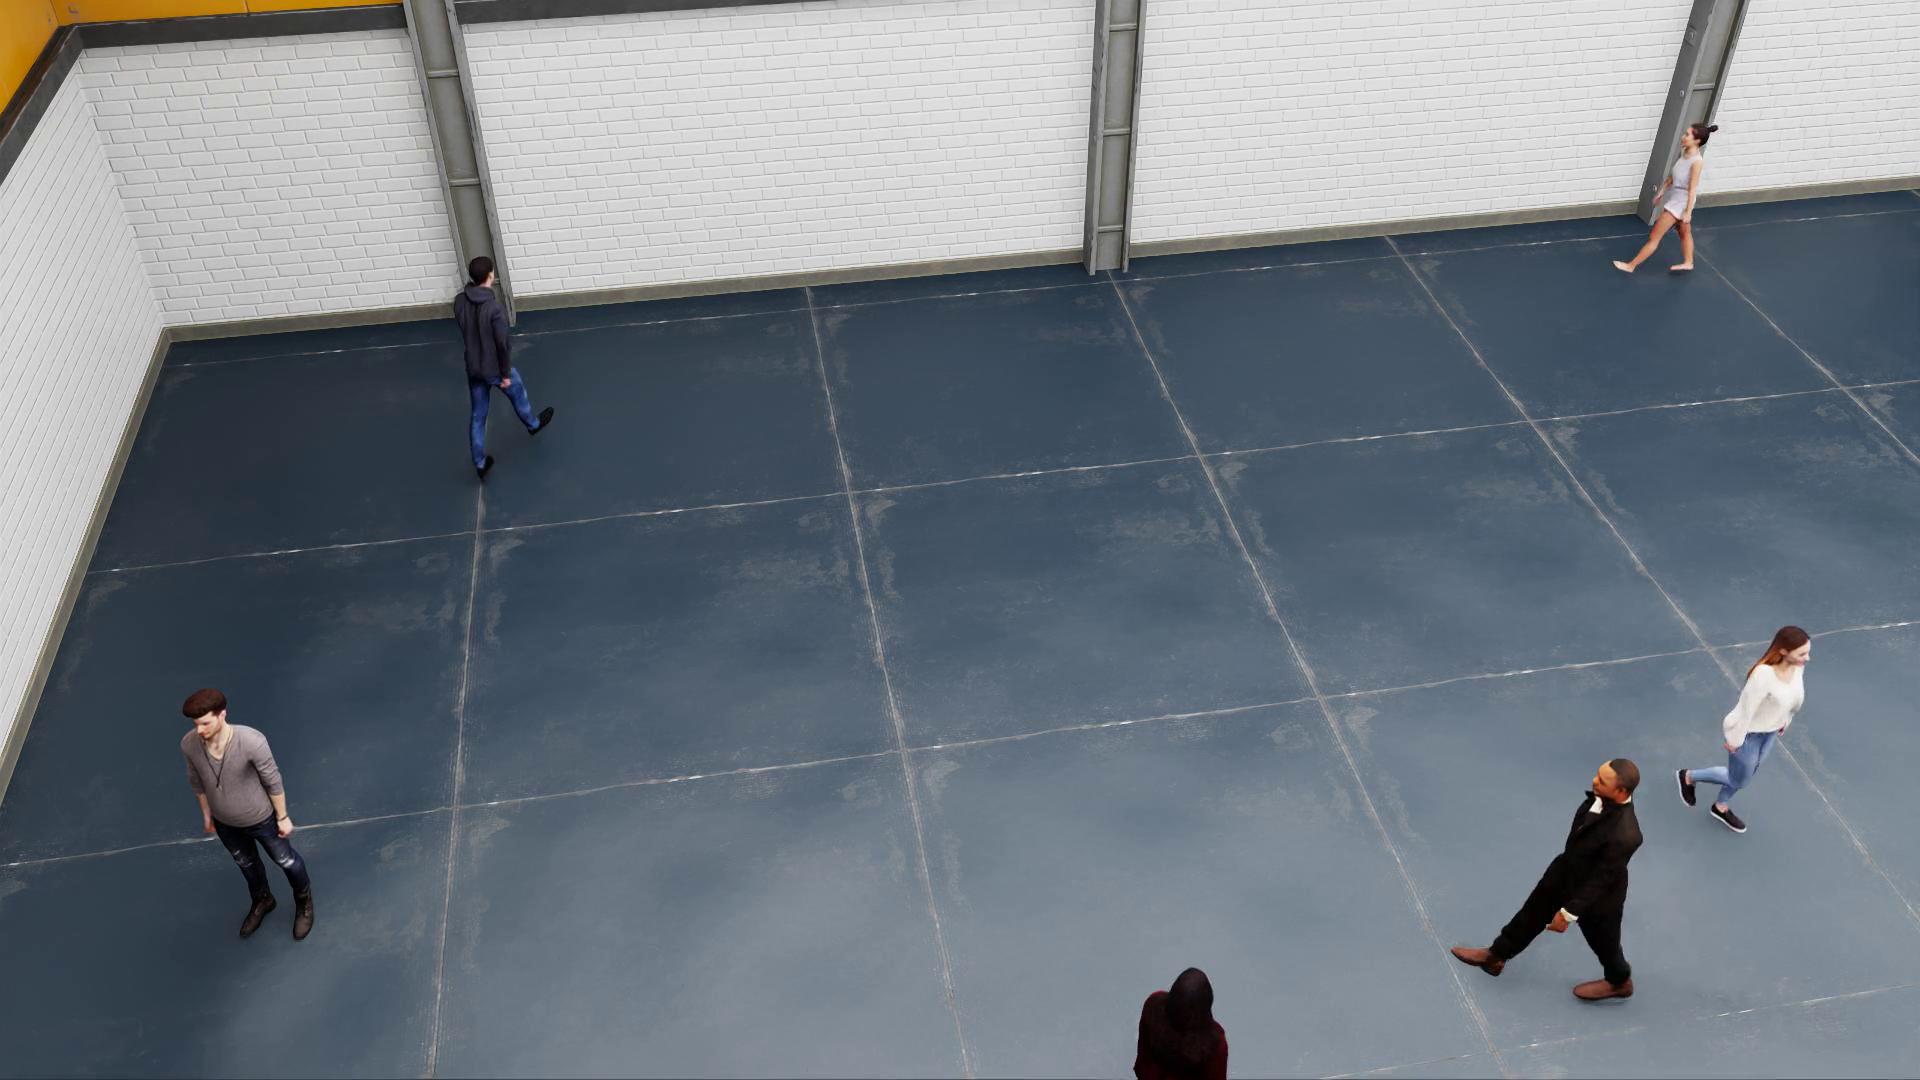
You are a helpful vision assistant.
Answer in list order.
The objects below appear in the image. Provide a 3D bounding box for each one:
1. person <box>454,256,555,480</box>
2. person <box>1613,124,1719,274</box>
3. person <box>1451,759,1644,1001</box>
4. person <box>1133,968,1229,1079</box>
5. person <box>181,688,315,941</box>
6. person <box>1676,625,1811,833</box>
[{"bbox_3d":[-3.862,-1.330,13.463,1.243,1.816,1.194,14,41,16],"label":"person"},{"bbox_3d":[7.035,-3.251,16.072,1.105,1.562,0.768,3,39,4],"label":"person"},{"bbox_3d":[3.616,1.967,9.307,1.341,1.850,0.873,1,39,2],"label":"person"},{"bbox_3d":[1.034,2.808,8.346,0.992,1.735,1.118,32,48,33],"label":"person"},{"bbox_3d":[-4.177,1.586,9.741,0.601,1.903,0.789,2,39,2],"label":"person"},{"bbox_3d":[4.924,1.151,10.465,0.794,1.679,0.842,-24,45,-27],"label":"person"}]
